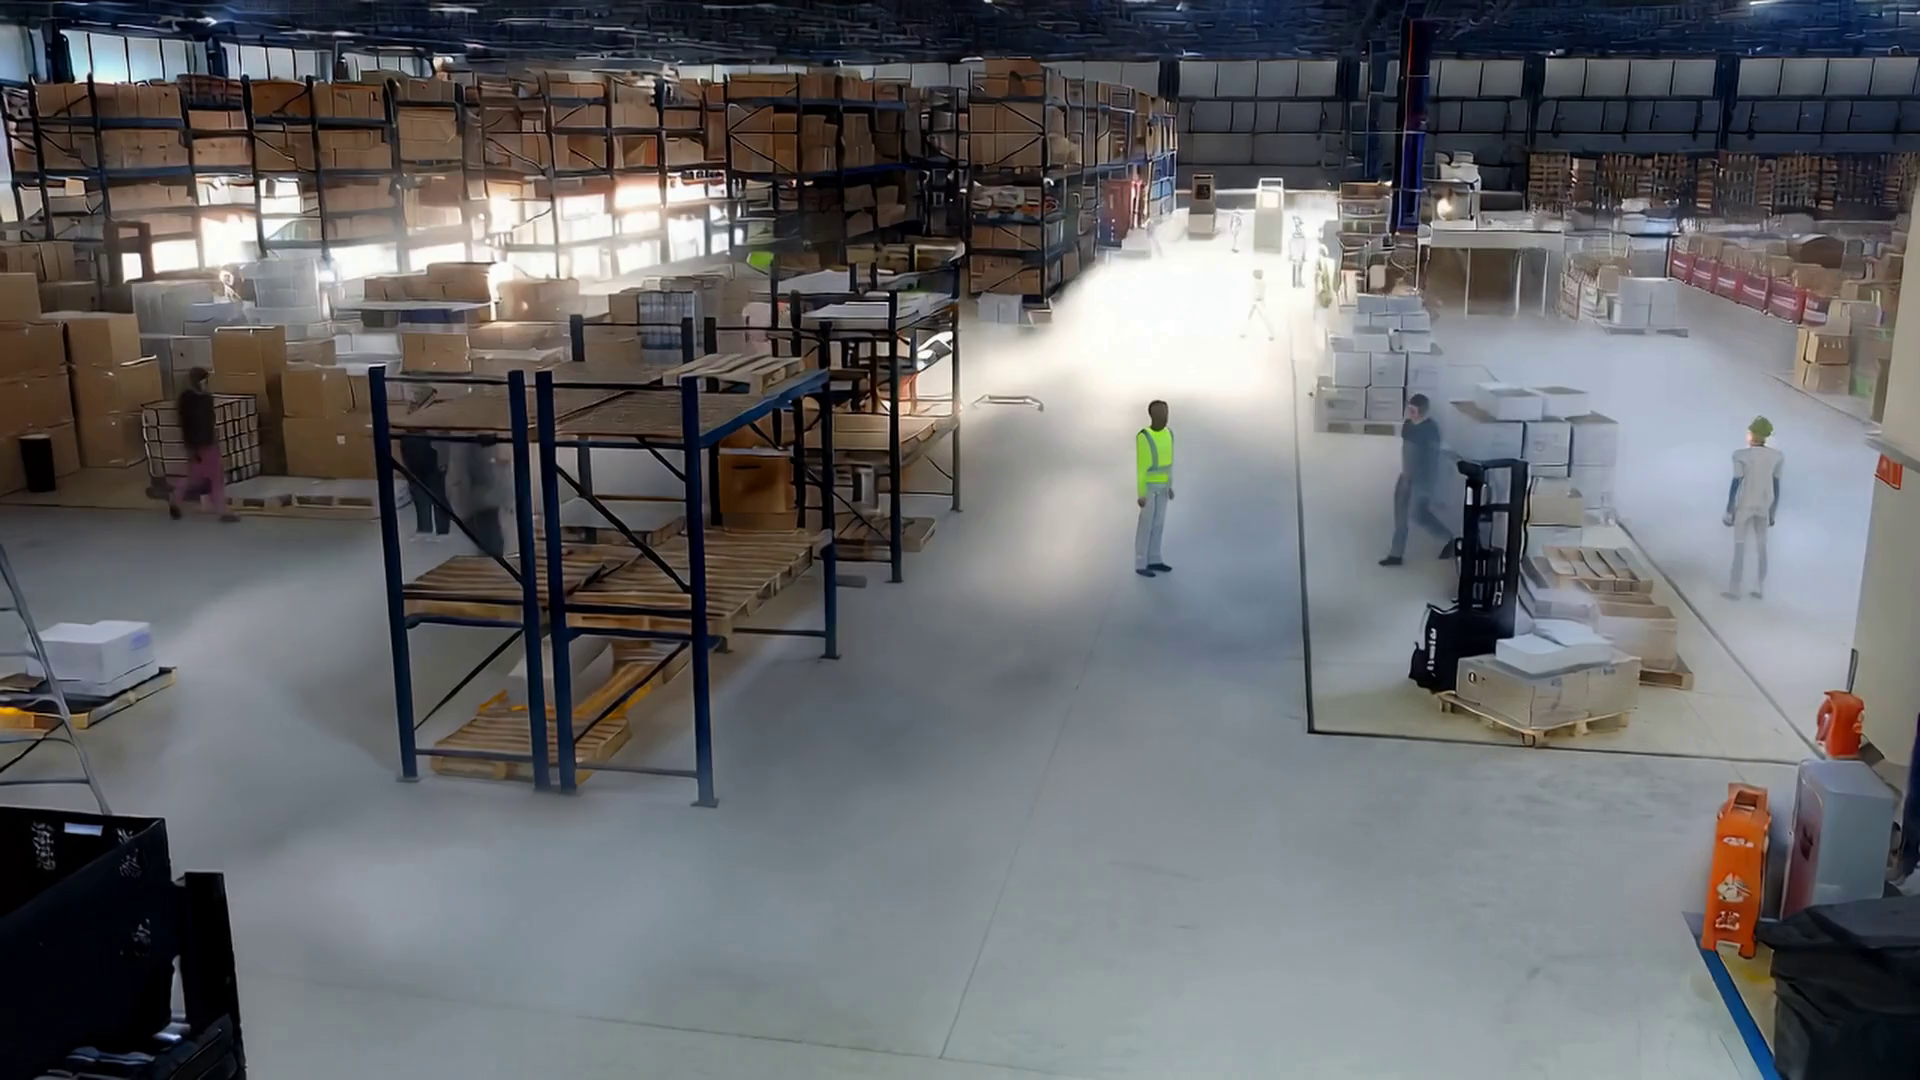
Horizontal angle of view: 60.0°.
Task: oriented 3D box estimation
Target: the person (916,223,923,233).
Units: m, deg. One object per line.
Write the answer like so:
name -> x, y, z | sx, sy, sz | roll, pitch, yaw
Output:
person -> -1.560, -11.034, 60.143 | 0.633, 1.841, 0.429 | 6, 15, 22

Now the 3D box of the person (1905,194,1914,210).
person -> 45.174, -15.694, 79.051 | 0.373, 1.843, 0.570 | 3, 14, 12

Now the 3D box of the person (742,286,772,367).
person -> -3.533, -3.552, 29.615 | 0.644, 1.918, 0.421 | 2, 14, 9

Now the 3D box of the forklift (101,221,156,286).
forklift -> -16.772, -5.070, 33.789 | 1.129, 2.768, 1.873 | 3, 14, 10

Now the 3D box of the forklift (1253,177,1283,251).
forklift -> 12.083, -12.747, 64.956 | 1.129, 2.768, 1.873 | 3, 14, 10

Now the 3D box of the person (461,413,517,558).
person -> -4.636, -0.362, 16.680 | 0.807, 1.897, 0.620 | 4, 14, 16

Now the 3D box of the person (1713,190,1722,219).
person -> 36.637, -16.040, 80.506 | 0.468, 1.818, 0.613 | 1, 14, 6

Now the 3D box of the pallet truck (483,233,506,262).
pallet truck -> -11.832, -7.026, 43.548 | 1.885, 1.965, 0.823 | 8, 16, 28

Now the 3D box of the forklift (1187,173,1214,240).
forklift -> 10.353, -14.286, 71.204 | 1.129, 2.768, 1.873 | 2, 14, 10

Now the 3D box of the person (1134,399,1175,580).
person -> 2.050, -0.534, 17.426 | 0.356, 1.883, 0.573 | 12, 18, 40

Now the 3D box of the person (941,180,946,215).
person -> -0.770, -19.172, 92.885 | 0.608, 1.986, 0.391 | 2, 14, 7

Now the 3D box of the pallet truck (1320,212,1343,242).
pallet truck -> 15.874, -13.227, 70.310 | 0.680, 1.201, 1.601 | 10, 17, 35

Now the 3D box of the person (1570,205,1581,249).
person -> 24.284, -12.393, 65.904 | 0.922, 1.720, 0.540 | 1, 14, 2

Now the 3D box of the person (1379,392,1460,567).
person -> 4.980, -0.652, 17.858 | 0.847, 1.912, 0.636 | -5, 15, -18

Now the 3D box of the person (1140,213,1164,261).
person -> 6.958, -10.846, 59.662 | 0.925, 1.705, 0.616 | -4, 14, -15

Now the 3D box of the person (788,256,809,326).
person -> -3.856, -5.970, 39.894 | 0.569, 1.698, 0.446 | -6, 15, -23

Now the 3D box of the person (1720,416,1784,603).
person -> 7.854, -0.301, 16.507 | 0.535, 1.868, 0.309 | 0, 14, 2

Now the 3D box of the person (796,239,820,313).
person -> -3.744, -6.400, 41.004 | 0.619, 1.997, 0.373 | -4, 14, -17

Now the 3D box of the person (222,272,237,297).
person -> -15.723, -4.948, 35.846 | 0.306, 1.640, 0.523 | -4, 14, -14

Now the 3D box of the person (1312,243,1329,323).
person -> 8.813, -6.286, 40.666 | 0.357, 1.938, 0.543 | 3, 14, 12

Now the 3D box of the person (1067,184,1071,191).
person -> 5.724, -18.149, 89.148 | 0.609, 1.776, 0.980 | 1, 14, 6

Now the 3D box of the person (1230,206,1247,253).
person -> 10.699, -11.892, 63.724 | 0.592, 1.786, 0.764 | -3, 14, -10

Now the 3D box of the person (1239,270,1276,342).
person -> 6.688, -5.222, 37.042 | 0.520, 1.596, 0.854 | -12, 18, -40

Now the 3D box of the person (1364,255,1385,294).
person -> 10.266, -6.268, 41.276 | 0.633, 1.607, 0.499 | 12, 18, 40

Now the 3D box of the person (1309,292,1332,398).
person -> 6.466, -3.419, 29.203 | 0.722, 1.847, 0.565 | -5, 15, -20

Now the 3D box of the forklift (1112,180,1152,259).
forklift -> 6.082, -11.722, 60.796 | 1.873, 2.768, 1.129 | 2, 14, 9

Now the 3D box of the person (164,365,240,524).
person -> -9.084, -1.128, 19.787 | 0.844, 1.920, 0.632 | 4, 14, 14

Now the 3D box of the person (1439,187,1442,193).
person -> 23.916, -16.682, 82.903 | 0.616, 1.923, 0.752 | -8, 16, -28

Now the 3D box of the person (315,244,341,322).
person -> -15.517, -6.327, 40.894 | 0.588, 1.911, 0.401 | -8, 16, -28

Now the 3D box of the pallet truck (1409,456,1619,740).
pallet truck -> 4.504, 0.400, 13.395 | 0.823, 1.965, 1.885 | -6, 15, -23

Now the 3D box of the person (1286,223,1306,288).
person -> 10.019, -8.480, 49.614 | 0.579, 1.912, 0.750 | 3, 14, 13

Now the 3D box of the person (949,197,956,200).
person -> -0.346, -18.699, 91.113 | 0.558, 1.916, 0.733 | 0, 14, 0

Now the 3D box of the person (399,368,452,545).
person -> -6.051, -0.958, 18.821 | 0.706, 2.000, 0.535 | 12, 18, 40
